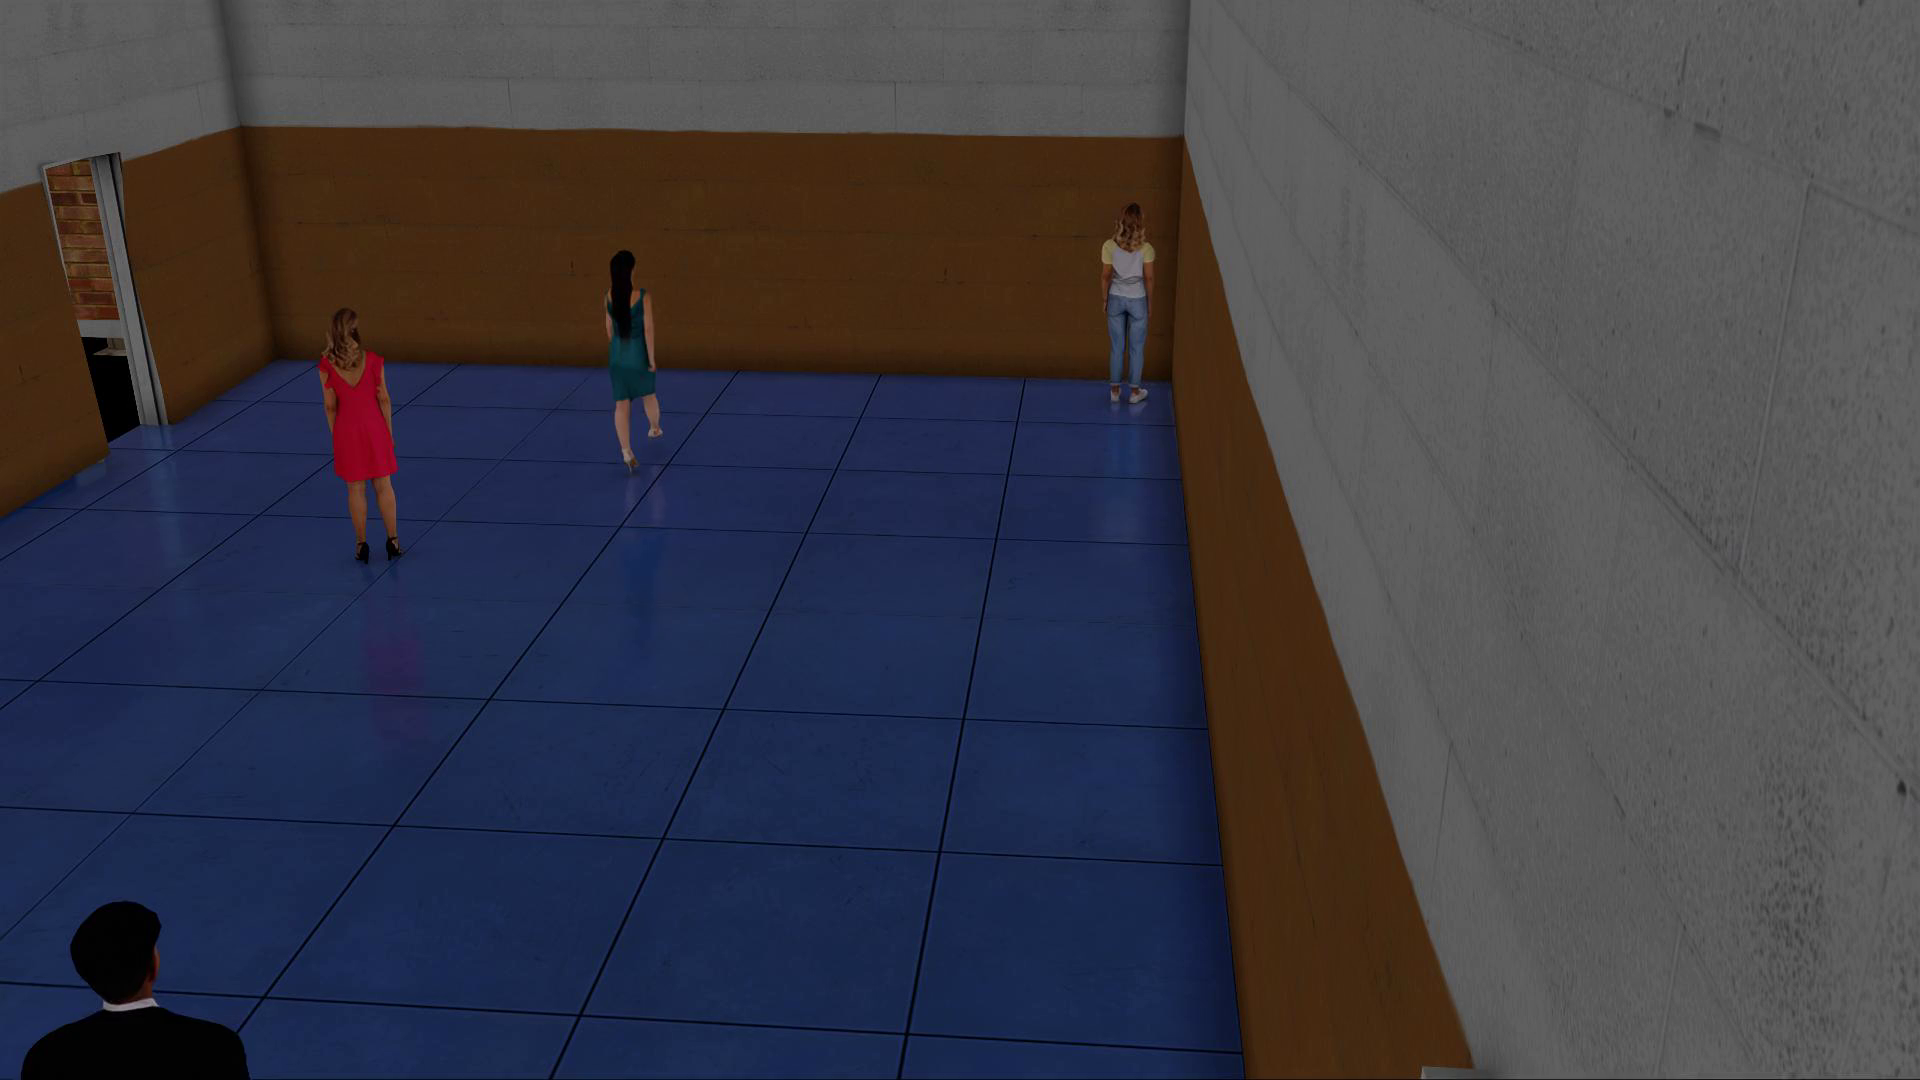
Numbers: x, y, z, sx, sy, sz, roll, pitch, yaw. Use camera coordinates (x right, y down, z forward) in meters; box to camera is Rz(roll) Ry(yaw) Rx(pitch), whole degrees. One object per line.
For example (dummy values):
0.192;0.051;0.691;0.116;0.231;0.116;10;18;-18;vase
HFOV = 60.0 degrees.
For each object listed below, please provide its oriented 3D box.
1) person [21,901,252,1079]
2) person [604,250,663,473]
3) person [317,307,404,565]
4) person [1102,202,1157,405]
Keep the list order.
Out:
-2.142;1.862;4.409;0.809;1.863;0.893;-3;22;-7;person
-2.528;-1.315;12.621;0.972;1.635;0.621;1;22;4;person
-3.936;-0.686;10.930;0.592;1.729;0.704;-7;23;-16;person
1.441;-2.026;14.251;0.563;1.723;0.731;7;23;17;person
